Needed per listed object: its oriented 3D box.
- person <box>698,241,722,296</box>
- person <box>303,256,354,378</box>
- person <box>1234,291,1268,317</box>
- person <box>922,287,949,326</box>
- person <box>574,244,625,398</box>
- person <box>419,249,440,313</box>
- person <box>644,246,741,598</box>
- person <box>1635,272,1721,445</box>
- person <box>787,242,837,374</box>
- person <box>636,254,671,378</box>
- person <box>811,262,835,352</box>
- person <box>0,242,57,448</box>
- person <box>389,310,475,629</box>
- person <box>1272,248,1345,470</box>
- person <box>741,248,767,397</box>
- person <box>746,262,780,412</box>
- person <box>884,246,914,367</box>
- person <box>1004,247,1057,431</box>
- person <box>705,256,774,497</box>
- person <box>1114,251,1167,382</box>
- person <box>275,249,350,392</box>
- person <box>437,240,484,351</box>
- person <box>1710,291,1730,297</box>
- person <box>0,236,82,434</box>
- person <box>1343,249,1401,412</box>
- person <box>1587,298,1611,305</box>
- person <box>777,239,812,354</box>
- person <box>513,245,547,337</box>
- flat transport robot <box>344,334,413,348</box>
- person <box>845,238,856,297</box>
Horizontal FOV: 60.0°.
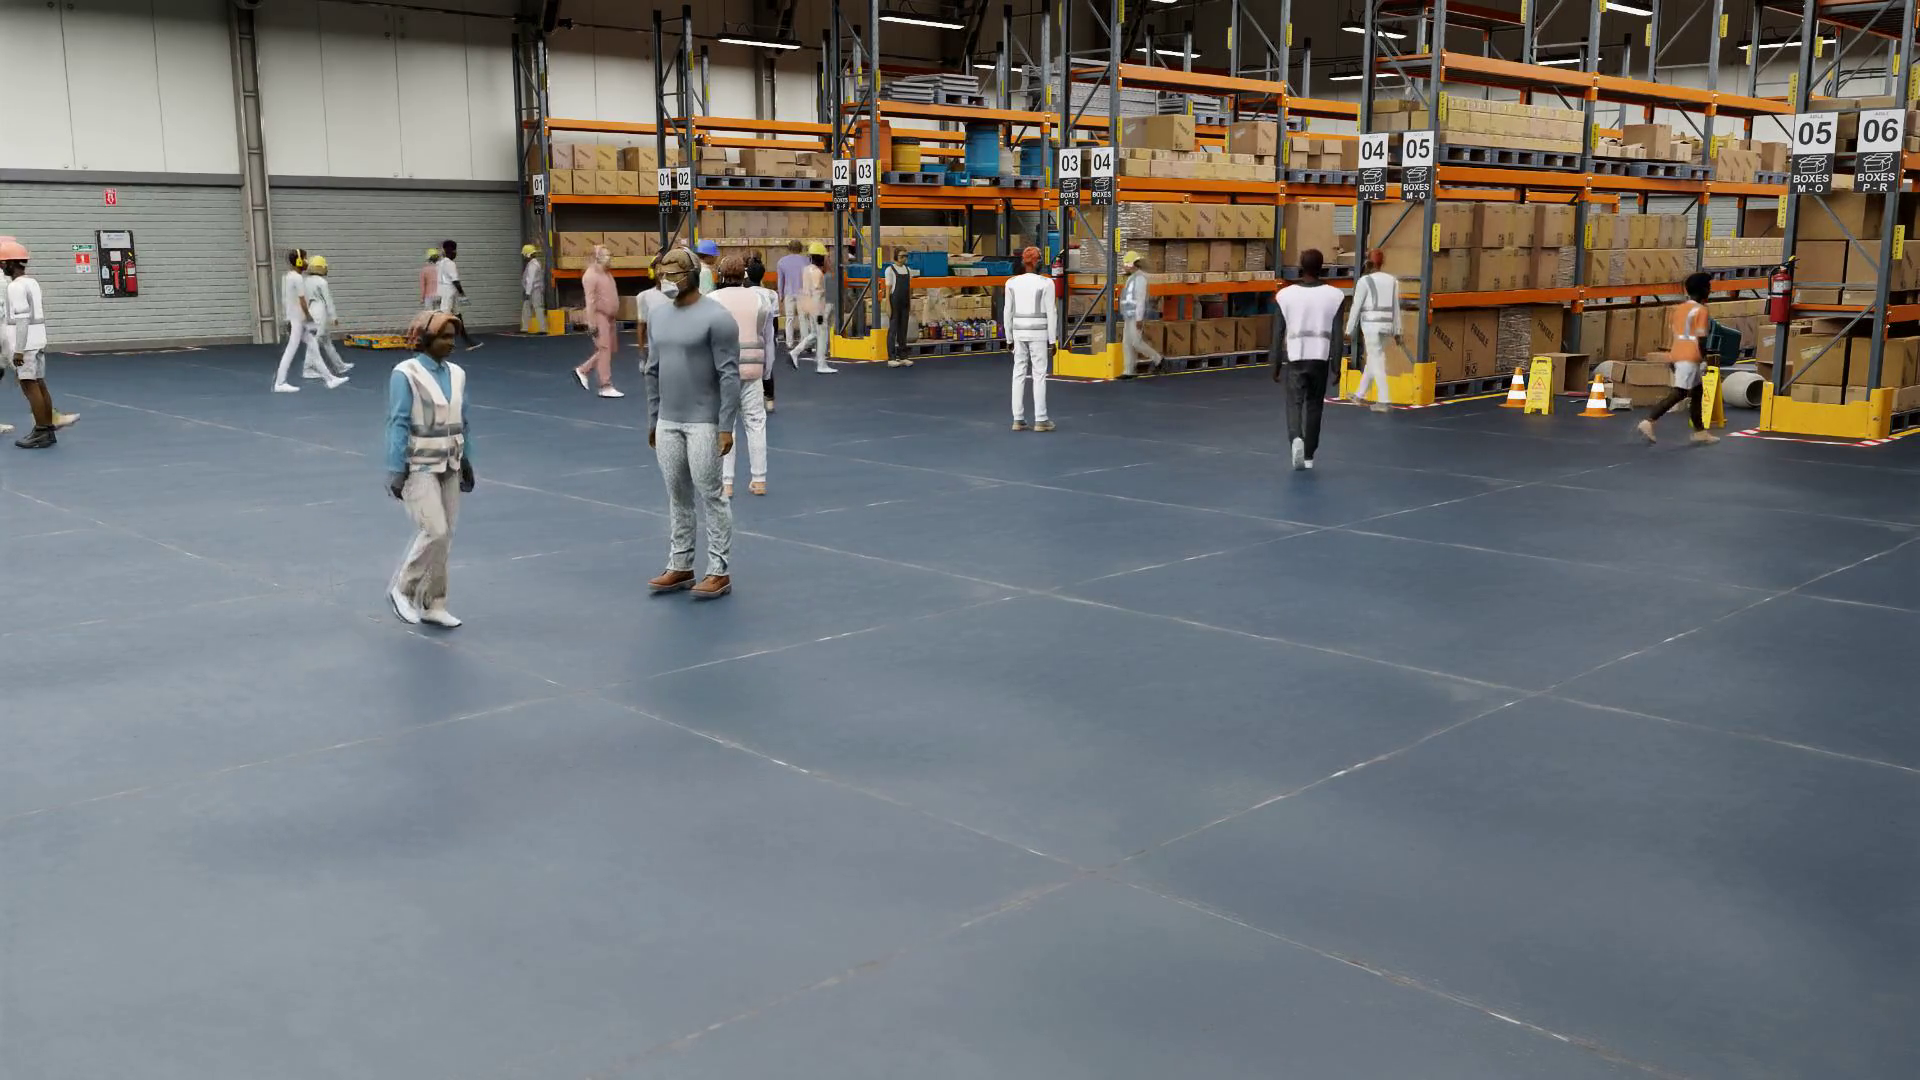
[{"bbox_3d":[-3.279,-2.905,21.625,0.563,1.925,0.618,-6,12,-28],"label":"person"},{"bbox_3d":[-9.026,-3.176,23.653,0.510,1.695,0.876,9,14,40],"label":"person"},{"bbox_3d":[5.630,-4.884,32.175,0.910,2.000,0.680,-6,12,-28],"label":"person"},{"bbox_3d":[-0.474,-4.809,32.872,0.839,1.597,0.515,-6,12,-31],"label":"person"},{"bbox_3d":[-4.511,-2.722,20.673,0.632,1.892,0.649,2,11,10],"label":"person"},{"bbox_3d":[-9.297,-4.268,29.506,0.568,1.750,0.310,-2,11,-13],"label":"person"},{"bbox_3d":[-1.497,-0.651,9.258,0.635,1.937,0.353,7,12,33],"label":"person"},{"bbox_3d":[6.925,-1.739,15.955,0.828,1.663,0.538,0,10,2],"label":"person"},{"bbox_3d":[-2.148,-3.365,24.141,0.642,1.905,0.597,-4,11,-21],"label":"person"},{"bbox_3d":[-2.639,-1.670,15.128,0.518,1.829,0.848,-6,12,-29],"label":"person"},{"bbox_3d":[-2.357,-4.018,28.522,0.701,1.597,0.533,-5,12,-27],"label":"person"},{"bbox_3d":[-8.919,-1.857,15.838,0.375,1.935,0.550,-2,11,-12],"label":"person"},{"bbox_3d":[-2.664,-0.351,8.450,0.367,1.619,0.531,4,11,23],"label":"person"},{"bbox_3d":[2.967,-1.533,14.195,0.595,1.897,0.791,2,11,9],"label":"person"},{"bbox_3d":[-2.599,-2.725,20.832,0.429,1.841,0.634,-4,11,-20],"label":"person"},{"bbox_3d":[-2.307,-2.292,18.863,0.540,1.695,0.316,-3,11,-17],"label":"person"},{"bbox_3d":[-0.938,-3.580,25.509,0.328,1.840,0.504,10,14,42],"label":"person"},{"bbox_3d":[0.733,-2.074,17.168,0.578,1.882,0.346,6,12,29],"label":"person"},{"bbox_3d":[-1.746,-1.261,12.851,0.624,1.844,0.430,-5,12,-27],"label":"person"},{"bbox_3d":[2.478,-3.082,22.925,0.649,1.792,0.606,-2,11,-10],"label":"person"},{"bbox_3d":[-8.450,-2.834,21.479,0.963,1.816,0.551,-6,12,-30],"label":"person"},{"bbox_3d":[-8.801,-4.216,28.782,0.967,1.909,0.620,-6,12,-28],"label":"person"},{"bbox_3d":[16.771,-5.624,36.738,0.626,1.796,0.847,-5,11,-24],"label":"person"},{"bbox_3d":[-9.479,-2.057,16.785,0.985,1.979,0.647,-6,12,-30],"label":"person"},{"bbox_3d":[4.711,-2.423,19.190,0.620,1.834,0.962,-6,12,-29],"label":"person"},{"bbox_3d":[11.941,-4.607,31.090,0.429,1.842,0.635,-4,11,-19],"label":"person"},{"bbox_3d":[-2.791,-4.143,28.295,0.629,1.940,0.379,1,10,7],"label":"person"},{"bbox_3d":[-8.559,-4.920,32.882,0.746,1.801,0.617,-3,11,-16],"label":"person"},{"bbox_3d":[-10.478,-3.596,29.983,0.652,0.197,1.431,-10,14,-44],"label":"flat transport robot"},{"bbox_3d":[-2.300,-5.439,35.398,0.378,1.928,0.542,-4,11,-20],"label":"person"}]
